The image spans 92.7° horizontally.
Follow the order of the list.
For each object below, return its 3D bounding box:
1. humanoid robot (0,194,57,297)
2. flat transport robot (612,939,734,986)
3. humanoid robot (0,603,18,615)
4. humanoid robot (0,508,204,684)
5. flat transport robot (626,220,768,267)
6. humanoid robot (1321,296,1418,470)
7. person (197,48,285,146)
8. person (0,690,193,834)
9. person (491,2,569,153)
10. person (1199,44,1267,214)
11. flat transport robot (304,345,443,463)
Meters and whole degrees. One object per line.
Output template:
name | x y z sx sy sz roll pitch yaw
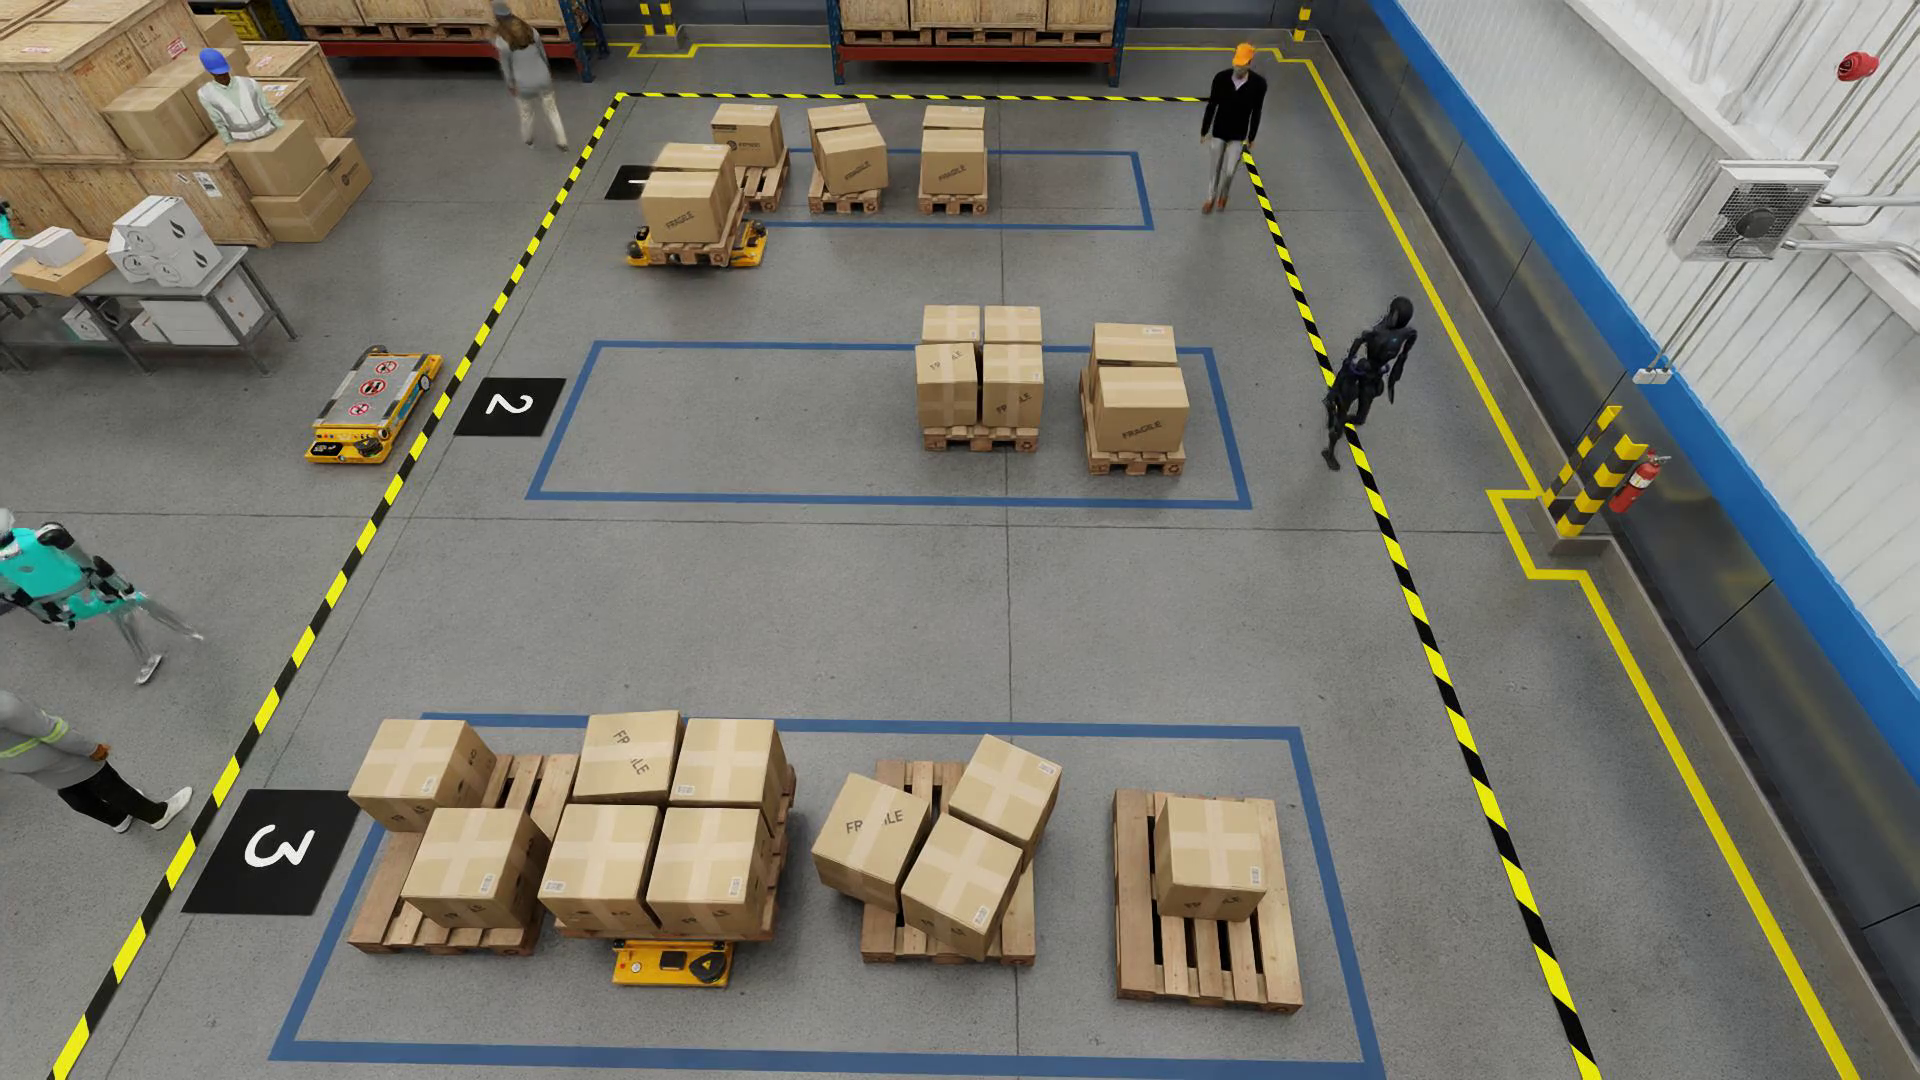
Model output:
humanoid robot | -9.717 -3.176 9.092 0.589 1.769 0.881 -31 56 -23
flat transport robot | -1.659 1.971 5.681 0.652 0.197 1.431 1 50 1
humanoid robot | -7.424 -0.045 6.484 0.615 1.635 0.407 28 55 22
humanoid robot | -5.852 0.285 6.161 0.578 1.775 0.787 -27 55 -21
flat transport robot | -2.896 -3.301 10.142 1.431 0.197 0.652 1 50 1
humanoid robot | 3.308 -1.365 7.599 0.595 1.640 0.571 -7 50 -6
person | -7.578 -4.303 9.917 0.602 1.939 0.412 -34 58 -25
person | -5.313 1.192 5.323 0.587 1.850 0.388 -1 50 -1
person | -5.292 -5.640 11.184 0.573 1.736 0.637 -34 57 -25
person | 2.953 -4.485 10.114 0.603 1.867 0.443 22 53 18
flat transport robot | -5.383 -1.269 8.441 0.659 0.231 1.431 1 50 1
